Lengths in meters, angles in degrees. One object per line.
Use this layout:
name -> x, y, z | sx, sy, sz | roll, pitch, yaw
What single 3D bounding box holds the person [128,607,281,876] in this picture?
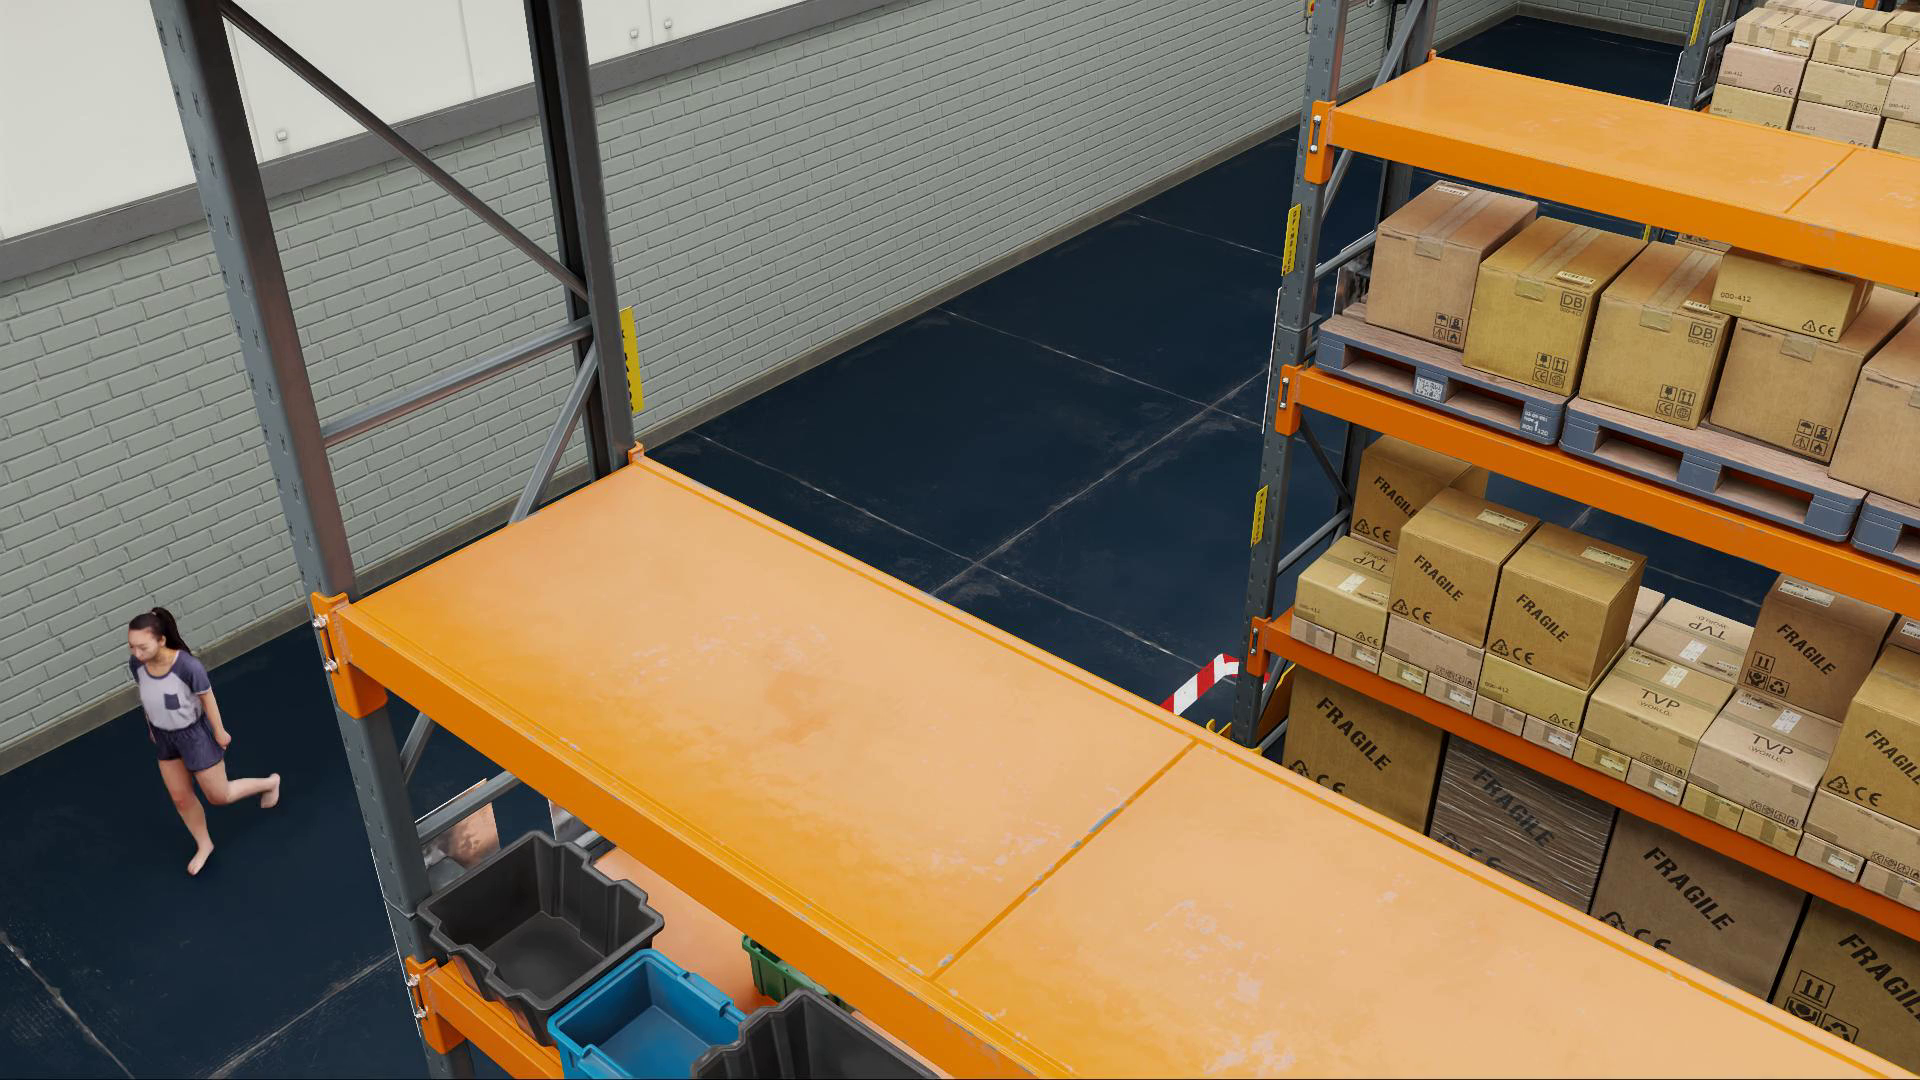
person -> -4.048, 1.007, 8.866 | 0.897, 1.625, 0.869 | 12, 35, 18
